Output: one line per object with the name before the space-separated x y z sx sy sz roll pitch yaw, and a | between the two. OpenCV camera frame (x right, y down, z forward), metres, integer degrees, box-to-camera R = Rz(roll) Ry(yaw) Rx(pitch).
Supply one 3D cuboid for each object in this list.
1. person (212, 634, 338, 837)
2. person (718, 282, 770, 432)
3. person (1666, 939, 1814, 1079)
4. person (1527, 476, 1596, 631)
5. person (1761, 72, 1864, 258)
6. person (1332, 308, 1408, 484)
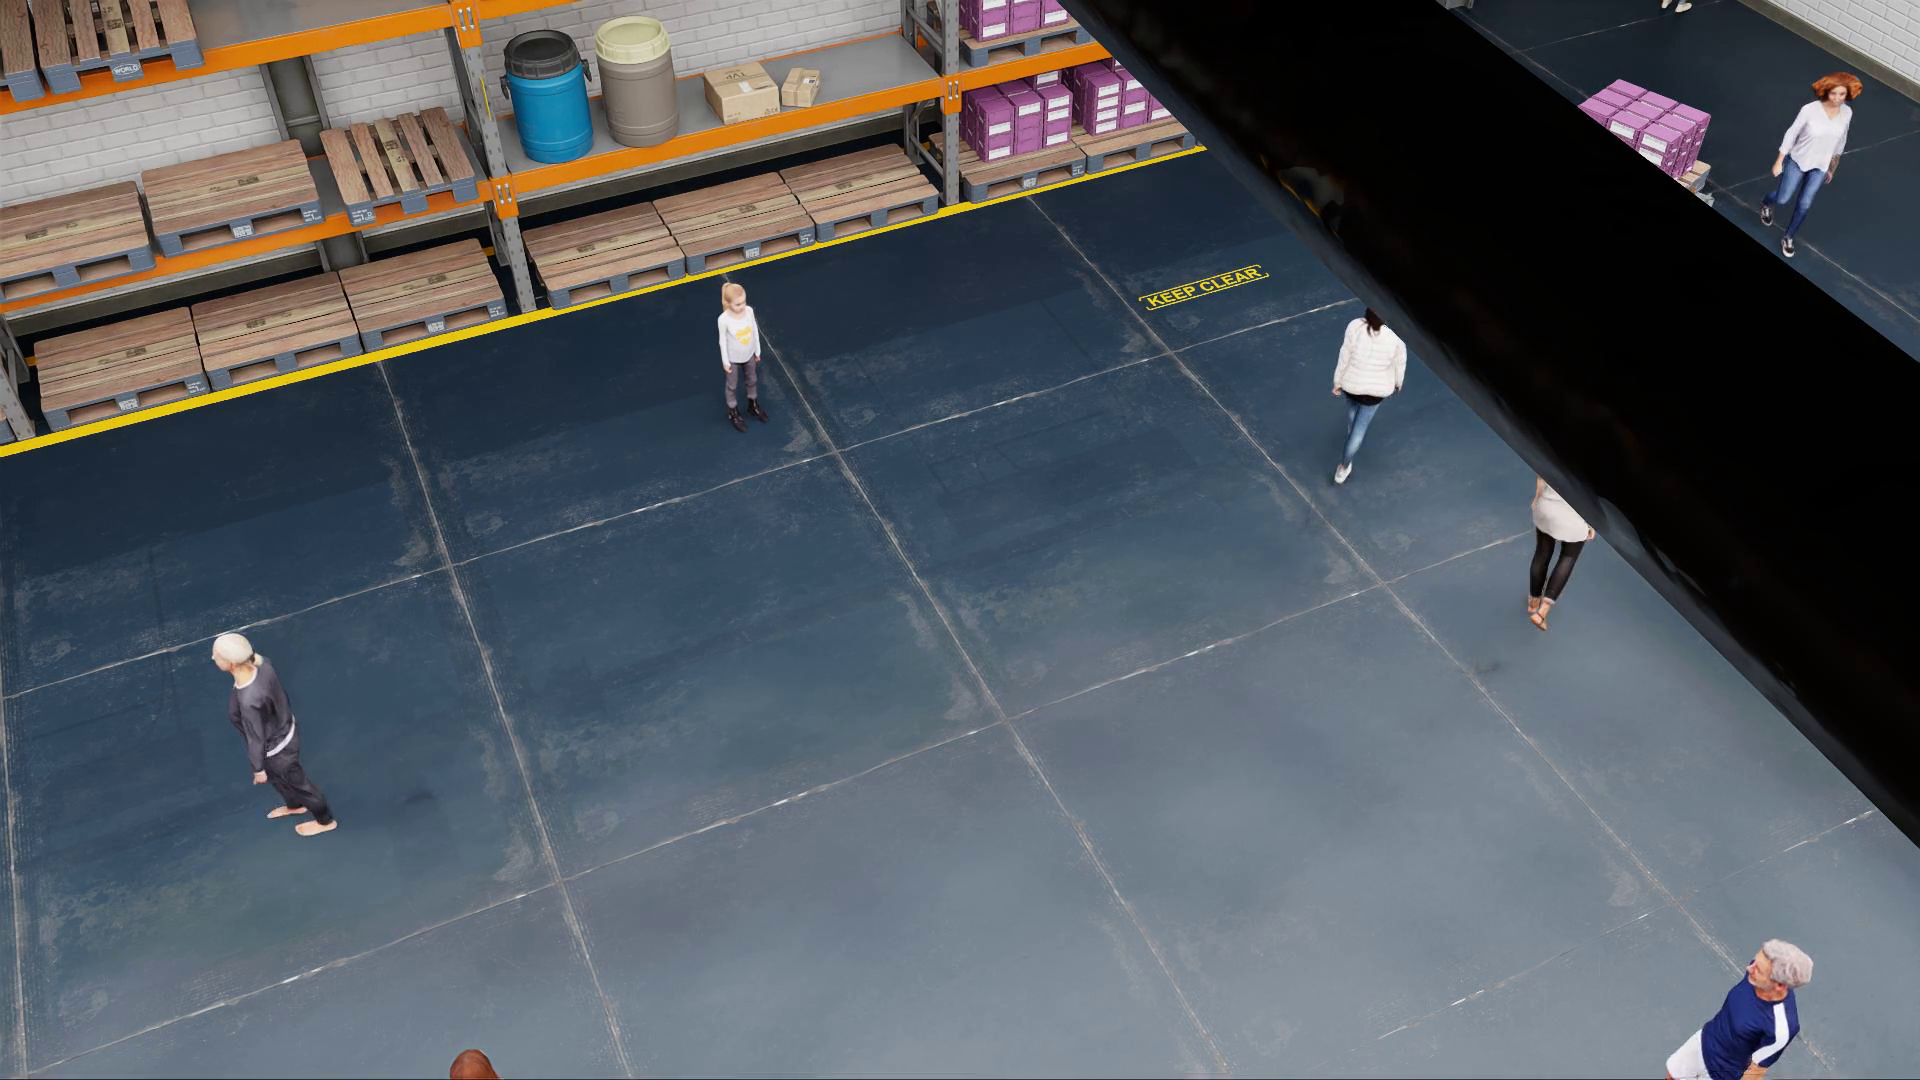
person | -3.944 1.144 9.759 0.729 1.716 0.709 -8 44 -8
person | -1.700 -1.434 12.783 0.487 1.278 0.587 -28 50 -26
person | 3.871 2.570 8.190 1.146 1.816 0.961 4 44 4
person | 3.961 -0.113 11.014 0.846 1.806 0.943 28 50 26
person | 7.372 -3.345 14.491 0.952 1.689 0.972 2 44 2
person | 2.960 -1.103 12.203 1.024 1.599 1.111 16 46 17
